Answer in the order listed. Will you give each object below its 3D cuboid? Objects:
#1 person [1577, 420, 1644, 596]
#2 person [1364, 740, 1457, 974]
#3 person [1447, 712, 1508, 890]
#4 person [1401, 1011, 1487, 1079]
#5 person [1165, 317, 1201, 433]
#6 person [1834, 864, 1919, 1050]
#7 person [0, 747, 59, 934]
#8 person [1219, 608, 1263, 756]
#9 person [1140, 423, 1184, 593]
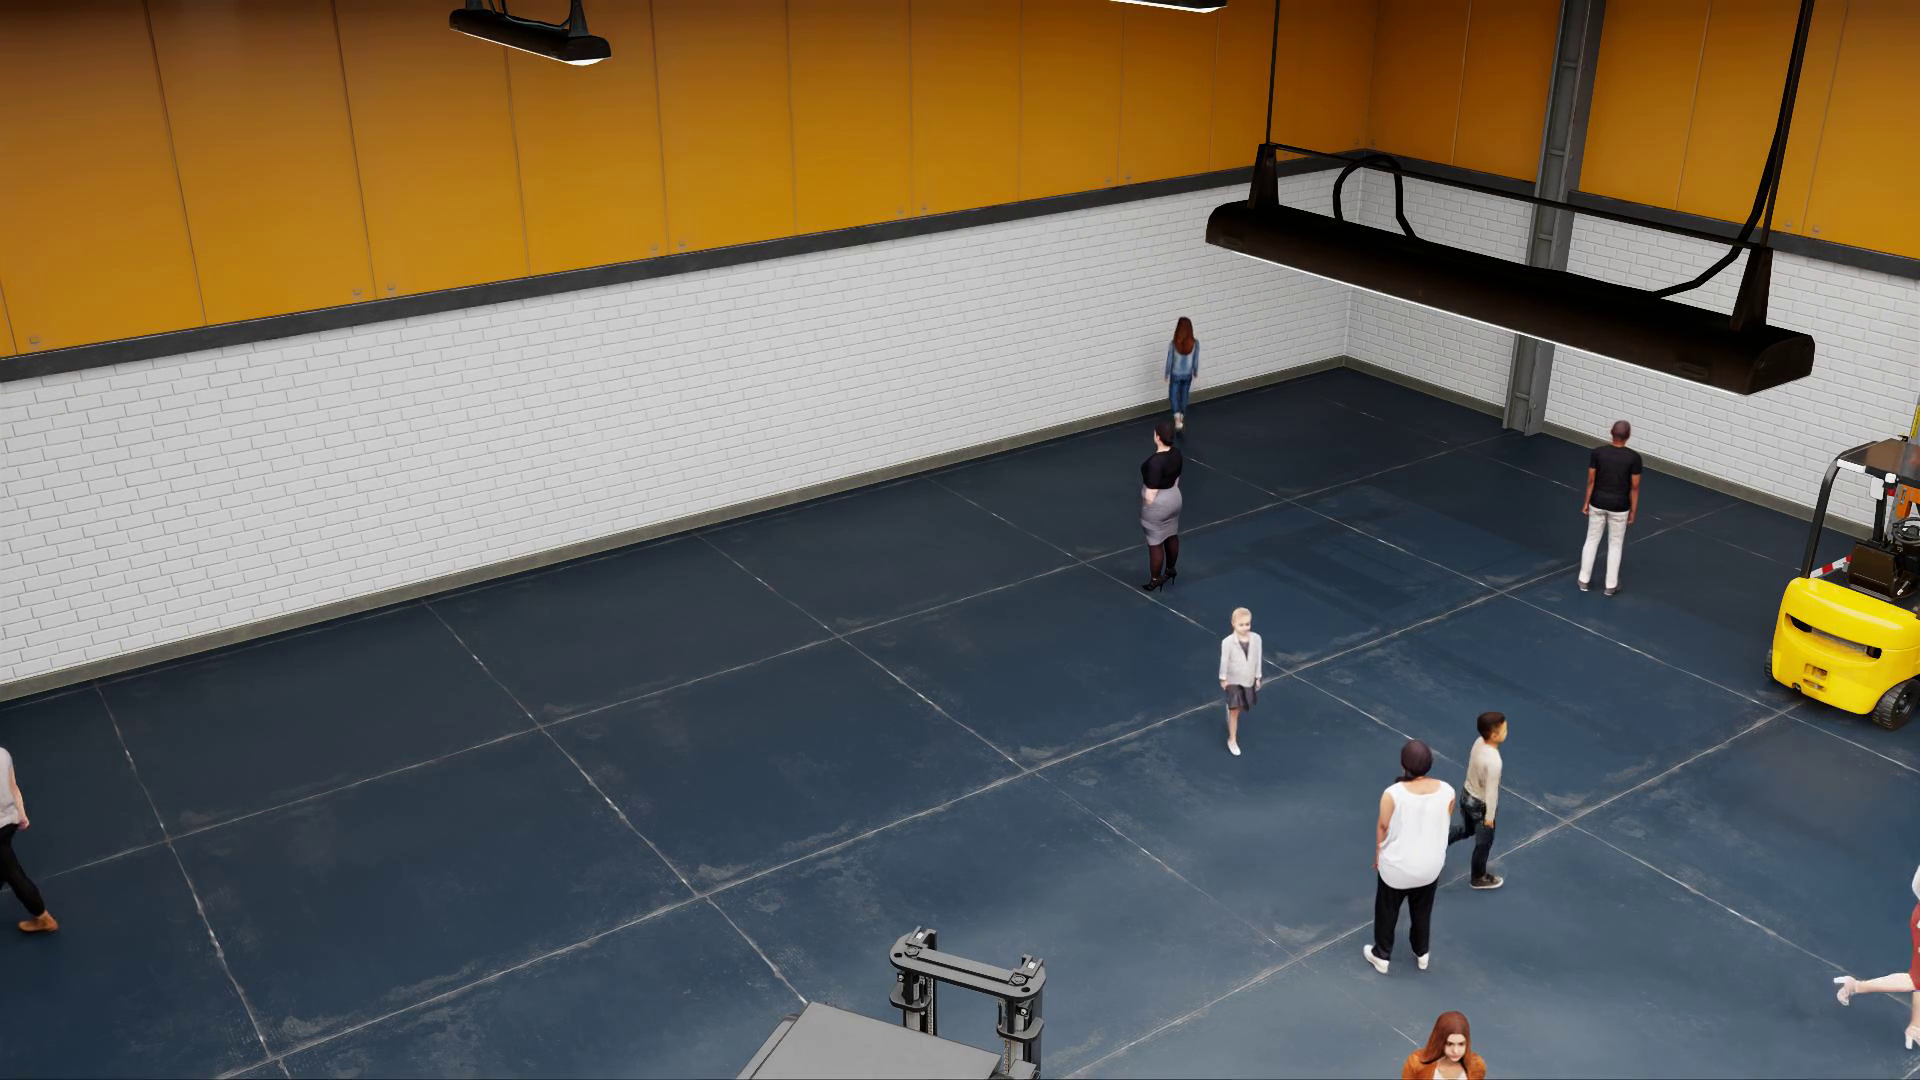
[{"bbox_3d":[6.448,-0.330,16.518,0.681,1.805,0.810,13,27,27],"label":"person"},{"bbox_3d":[2.991,2.108,11.099,0.765,1.679,0.784,-2,24,-6],"label":"person"},{"bbox_3d":[3.643,1.878,11.913,0.866,1.448,0.901,-3,24,-6],"label":"person"},{"bbox_3d":[2.470,3.141,8.682,0.707,1.722,0.726,-2,24,-4],"label":"person"},{"bbox_3d":[2.790,-2.077,20.923,0.765,1.478,0.881,-3,24,-7],"label":"person"},{"bbox_3d":[5.944,2.415,10.326,0.995,1.735,0.826,13,27,28],"label":"person"},{"bbox_3d":[-6.530,1.973,11.387,1.078,1.696,1.041,3,24,6],"label":"person"},{"bbox_3d":[2.323,1.126,13.866,0.673,1.260,0.827,-5,24,-10],"label":"person"},{"bbox_3d":[2.021,-0.333,16.582,0.690,1.759,0.716,20,31,38],"label":"person"}]
